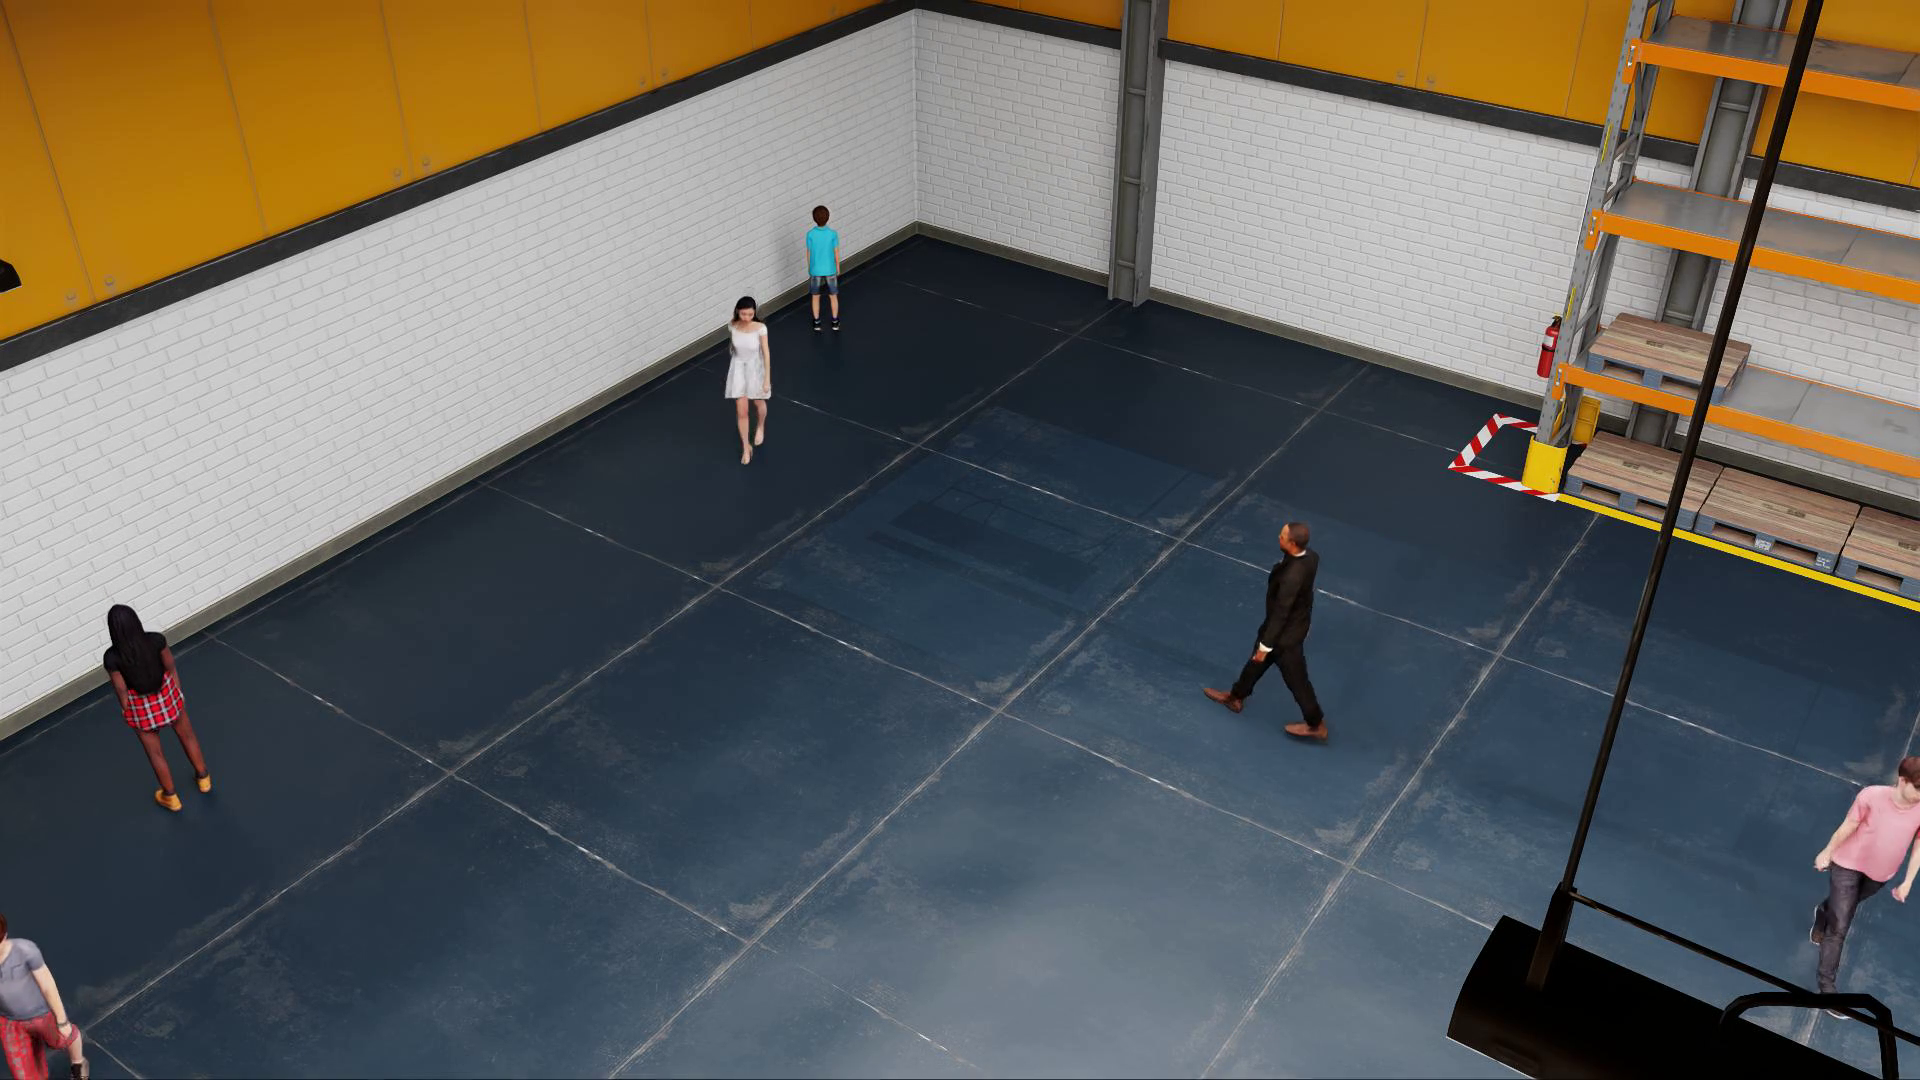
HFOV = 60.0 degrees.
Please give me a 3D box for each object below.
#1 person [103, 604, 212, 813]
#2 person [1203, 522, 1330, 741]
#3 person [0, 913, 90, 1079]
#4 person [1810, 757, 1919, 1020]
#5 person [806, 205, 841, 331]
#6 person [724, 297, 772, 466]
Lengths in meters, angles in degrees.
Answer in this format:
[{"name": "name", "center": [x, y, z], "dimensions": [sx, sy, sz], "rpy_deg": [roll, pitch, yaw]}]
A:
[{"name": "person", "center": [-5.790, 1.181, 11.940], "dimensions": [0.624, 1.727, 0.635], "rpy_deg": [26, 42, 34]}, {"name": "person", "center": [2.535, 0.734, 12.498], "dimensions": [1.320, 1.854, 0.887], "rpy_deg": [14, 36, 20]}, {"name": "person", "center": [-5.407, 2.715, 9.735], "dimensions": [1.049, 1.614, 1.131], "rpy_deg": [-7, 34, -11]}, {"name": "person", "center": [5.712, 1.998, 10.545], "dimensions": [1.289, 1.912, 1.087], "rpy_deg": [9, 35, 13]}, {"name": "person", "center": [-1.531, -3.038, 18.540], "dimensions": [0.586, 1.448, 0.652], "rpy_deg": [-4, 34, -6]}, {"name": "person", "center": [-2.028, -1.614, 16.141], "dimensions": [0.925, 1.733, 0.895], "rpy_deg": [8, 34, 12]}]
